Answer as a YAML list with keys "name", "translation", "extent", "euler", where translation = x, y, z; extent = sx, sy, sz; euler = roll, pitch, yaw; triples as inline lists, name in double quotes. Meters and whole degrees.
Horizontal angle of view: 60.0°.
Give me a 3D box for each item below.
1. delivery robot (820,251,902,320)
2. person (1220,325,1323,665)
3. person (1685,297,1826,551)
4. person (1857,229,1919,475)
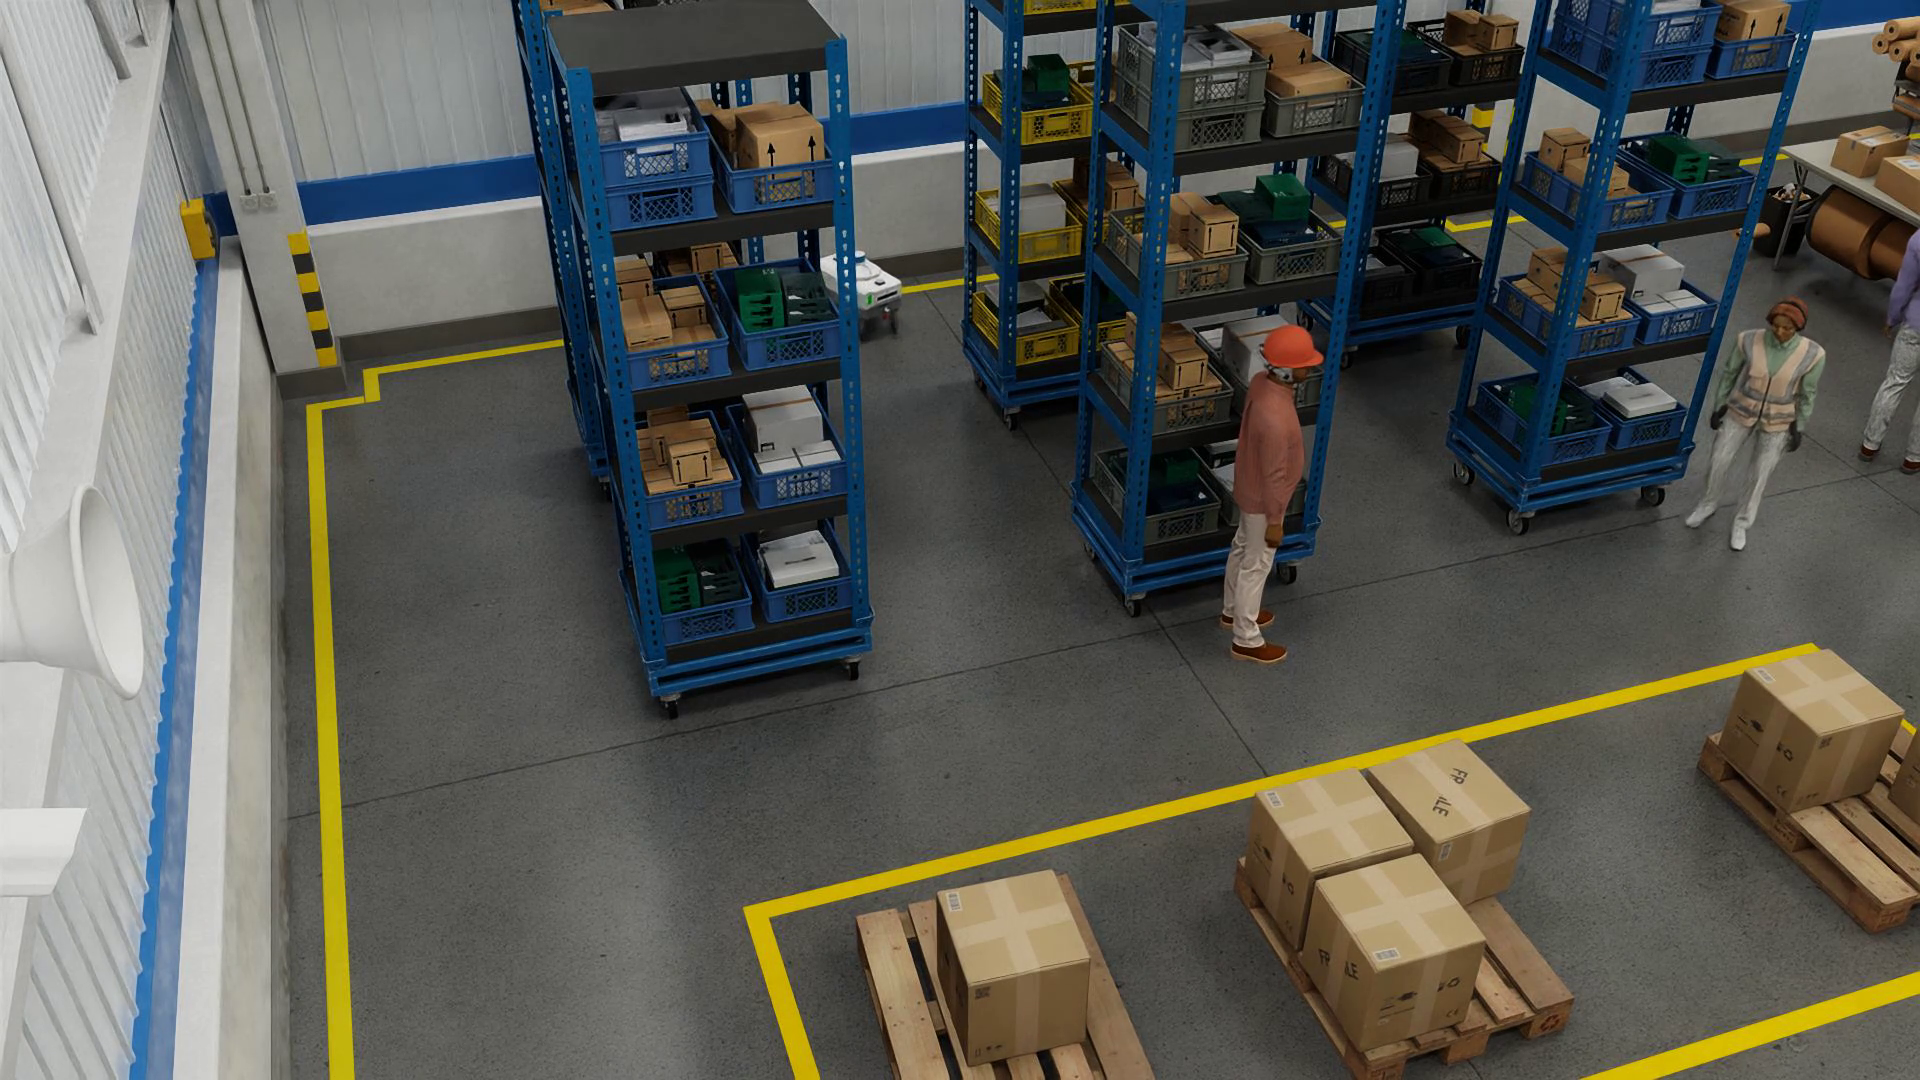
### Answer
- name: "delivery robot"
  translation: [-0.753, -1.922, 12.434]
  extent: [0.477, 0.478, 0.707]
  euler: [-25, 42, -31]
- name: "person"
  translation: [1.646, -0.250, 8.900]
  extent: [0.378, 1.996, 0.610]
  euler: [0, 35, 0]
- name: "person"
  translation: [4.730, -0.704, 9.855]
  extent: [0.530, 1.629, 0.360]
  euler: [19, 39, 24]
- name: "person"
  translation: [6.146, -1.320, 10.473]
  extent: [0.627, 1.934, 0.370]
  euler: [28, 44, 34]
